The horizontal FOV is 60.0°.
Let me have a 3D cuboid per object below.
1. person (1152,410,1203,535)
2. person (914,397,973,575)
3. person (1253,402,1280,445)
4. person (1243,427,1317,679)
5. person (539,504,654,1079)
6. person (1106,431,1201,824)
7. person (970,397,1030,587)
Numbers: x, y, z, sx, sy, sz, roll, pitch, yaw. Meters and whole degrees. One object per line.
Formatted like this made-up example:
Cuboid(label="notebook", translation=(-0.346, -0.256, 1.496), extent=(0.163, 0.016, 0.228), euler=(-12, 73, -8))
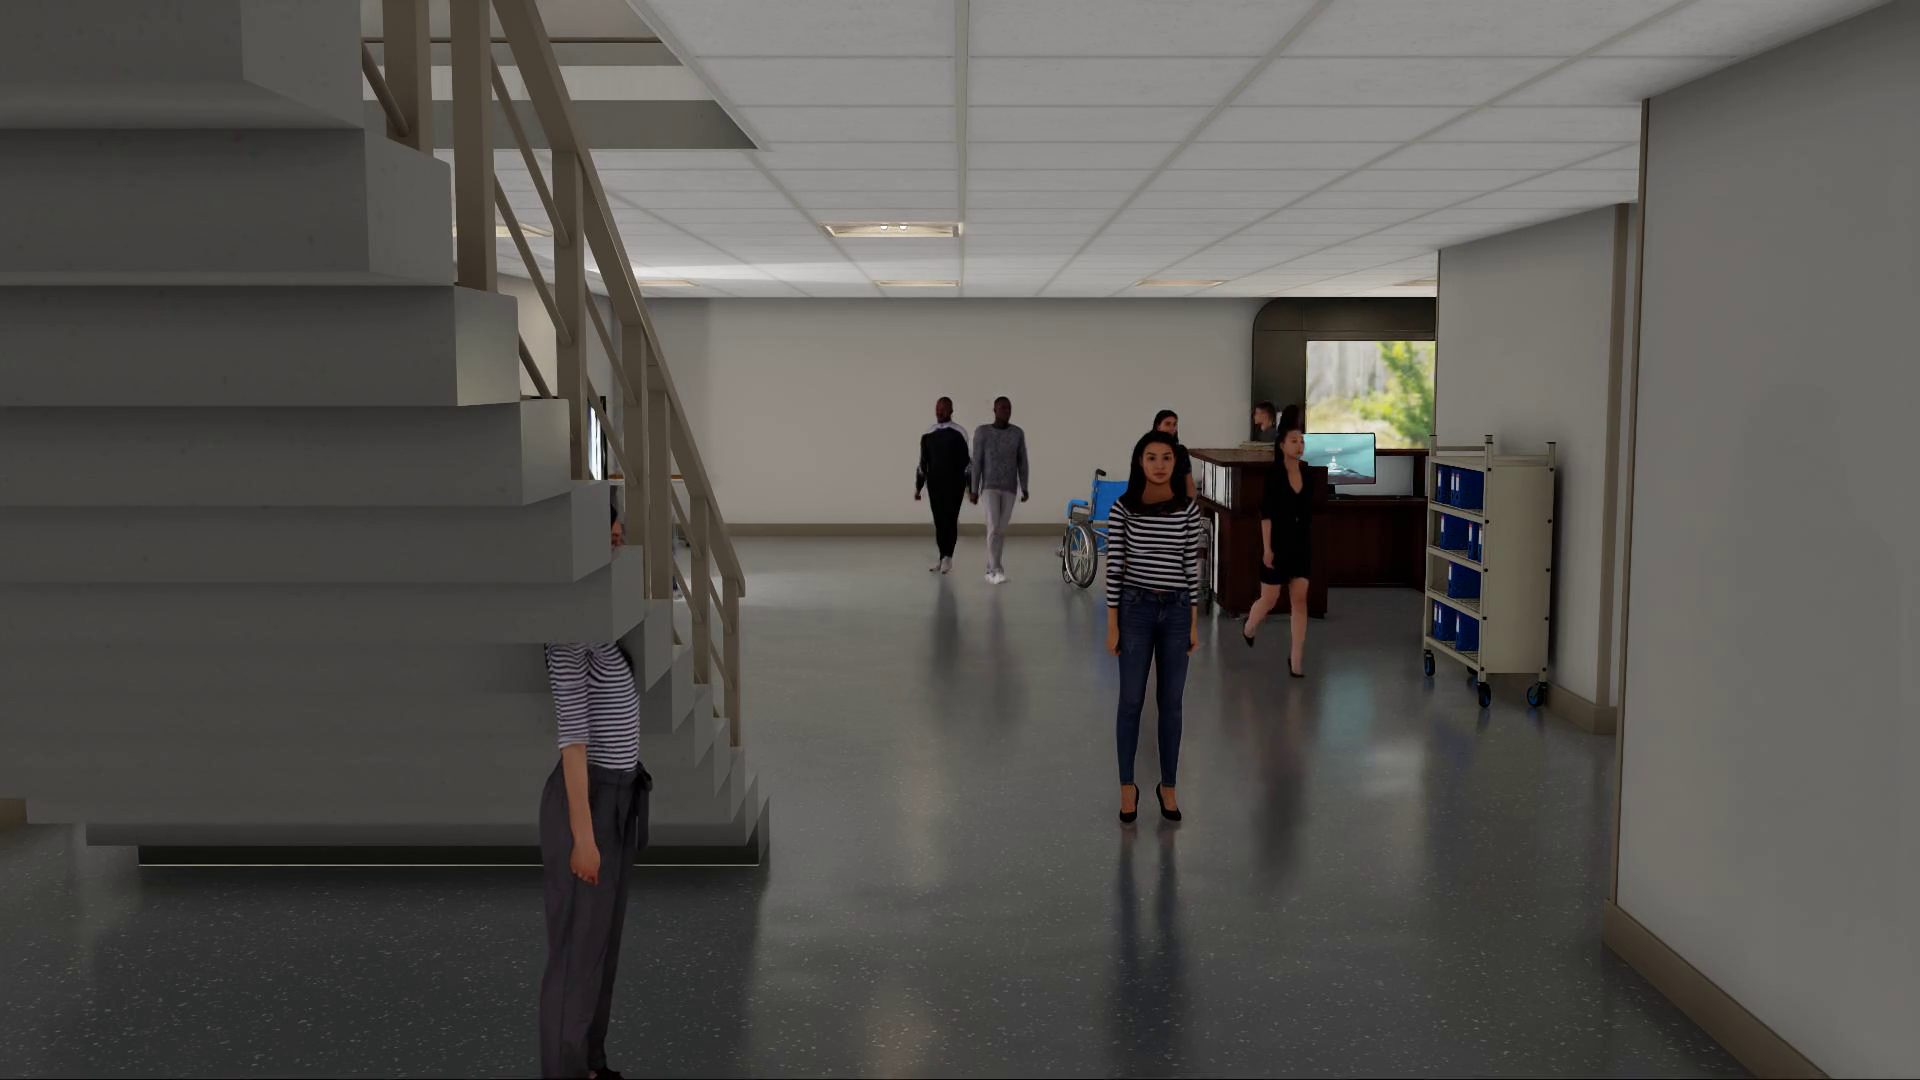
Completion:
Cuboid(label="person", translation=(1.619, -0.156, 13.367), extent=(0.764, 1.740, 0.981), euler=(-2, 6, -19))
Cuboid(label="person", translation=(-0.098, -0.569, 17.138), extent=(0.931, 1.806, 0.924), euler=(3, 7, 29))
Cuboid(label="person", translation=(3.188, -0.494, 16.778), extent=(0.820, 1.730, 1.135), euler=(1, 6, 8))
Cuboid(label="person", translation=(2.150, 0.088, 11.260), extent=(0.793, 1.676, 1.018), euler=(-2, 6, -20))
Cuboid(label="person", translation=(-1.018, 0.740, 4.498), extent=(0.646, 1.733, 0.438), euler=(0, 6, 0))
Cuboid(label="person", translation=(0.887, 0.394, 7.619), extent=(0.599, 1.797, 0.504), euler=(-1, 6, -6))
Cuboid(label="person", translation=(0.349, -0.468, 16.125), extent=(0.899, 1.808, 1.106), euler=(-2, 6, -20))
